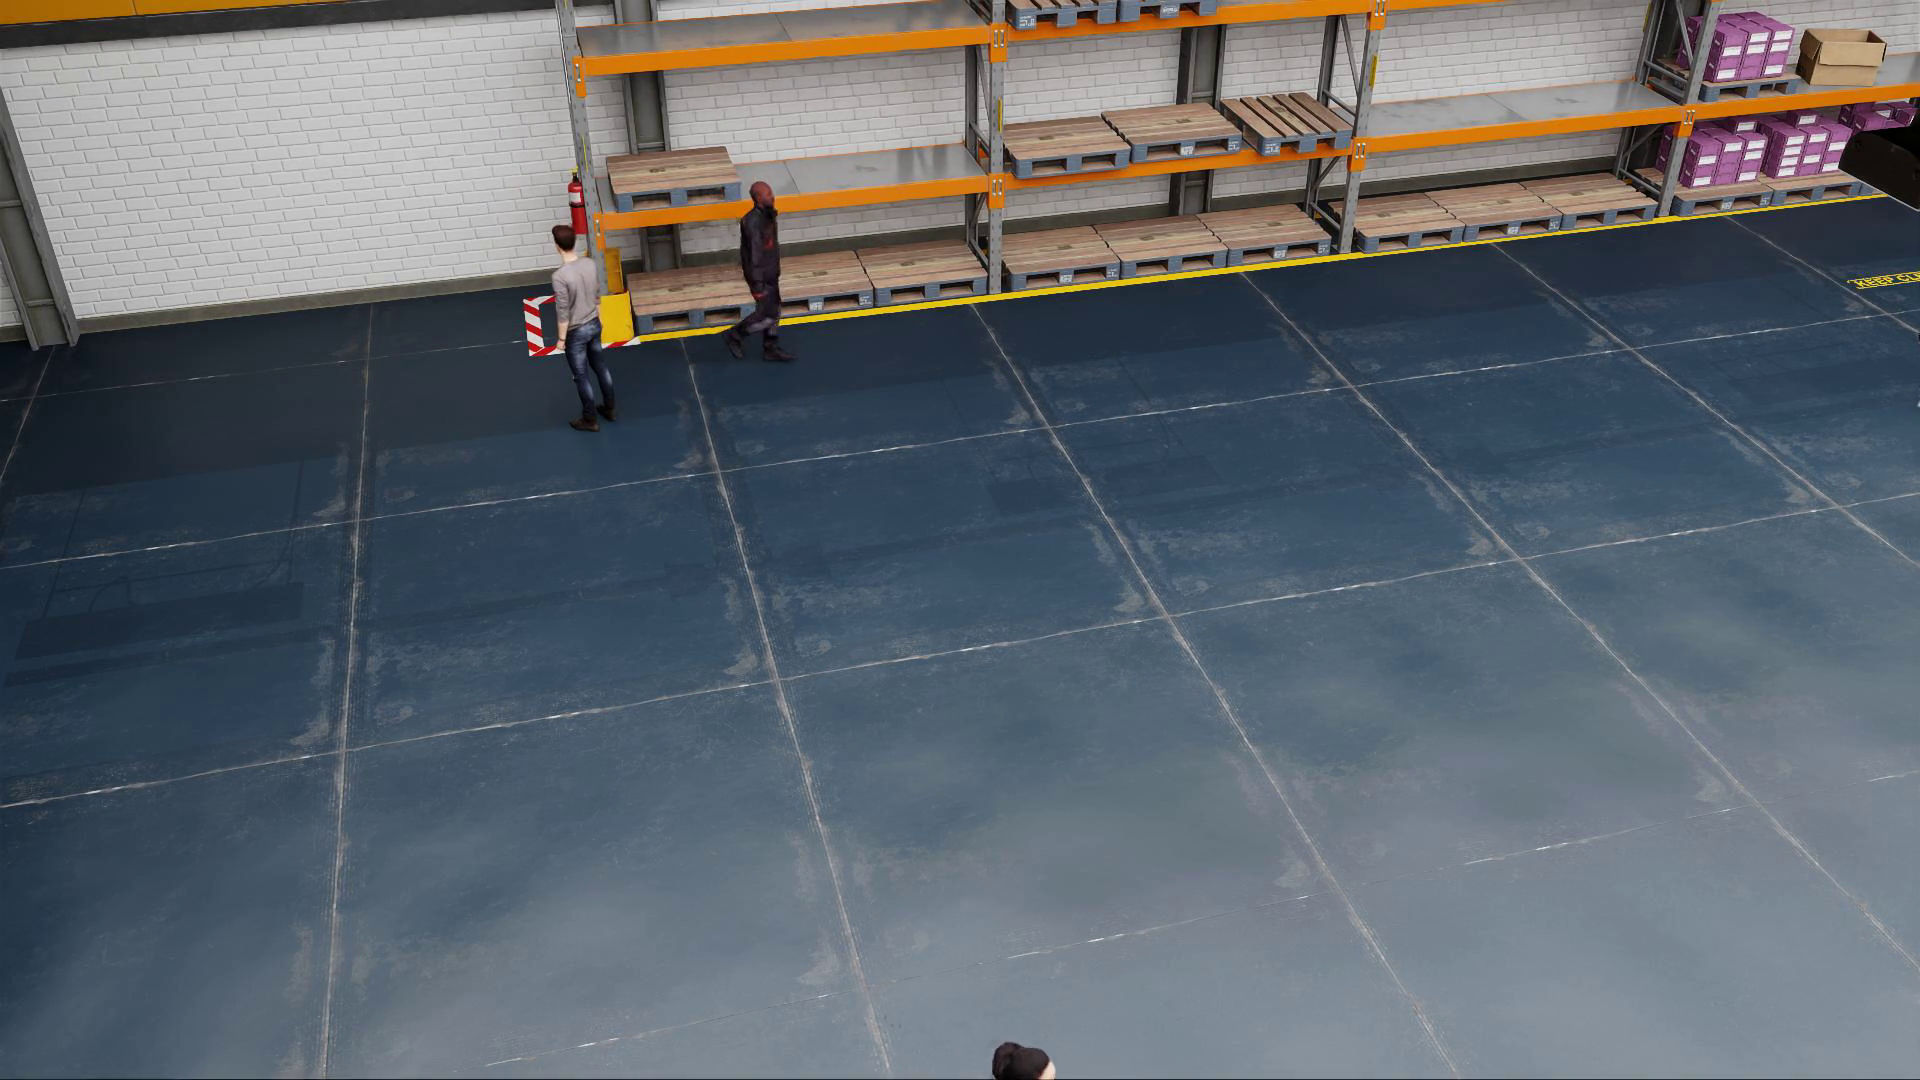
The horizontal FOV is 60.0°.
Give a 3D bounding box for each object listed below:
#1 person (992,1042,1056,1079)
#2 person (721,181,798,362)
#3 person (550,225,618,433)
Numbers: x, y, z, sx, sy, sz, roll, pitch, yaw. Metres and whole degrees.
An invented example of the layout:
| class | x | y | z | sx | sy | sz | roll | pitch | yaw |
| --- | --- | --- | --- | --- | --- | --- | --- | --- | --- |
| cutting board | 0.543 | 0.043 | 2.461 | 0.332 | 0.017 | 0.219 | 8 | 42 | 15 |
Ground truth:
| class | x | y | z | sx | sy | sz | roll | pitch | yaw |
| --- | --- | --- | --- | --- | --- | --- | --- | --- | --- |
| person | 0.244 | 2.892 | 7.591 | 0.800 | 1.754 | 0.746 | 12 | 35 | 17 |
| person | -1.953 | -2.494 | 15.641 | 1.053 | 1.813 | 0.916 | 5 | 34 | 7 |
| person | -3.317 | -1.852 | 14.593 | 0.825 | 1.903 | 0.742 | 21 | 39 | 28 |
